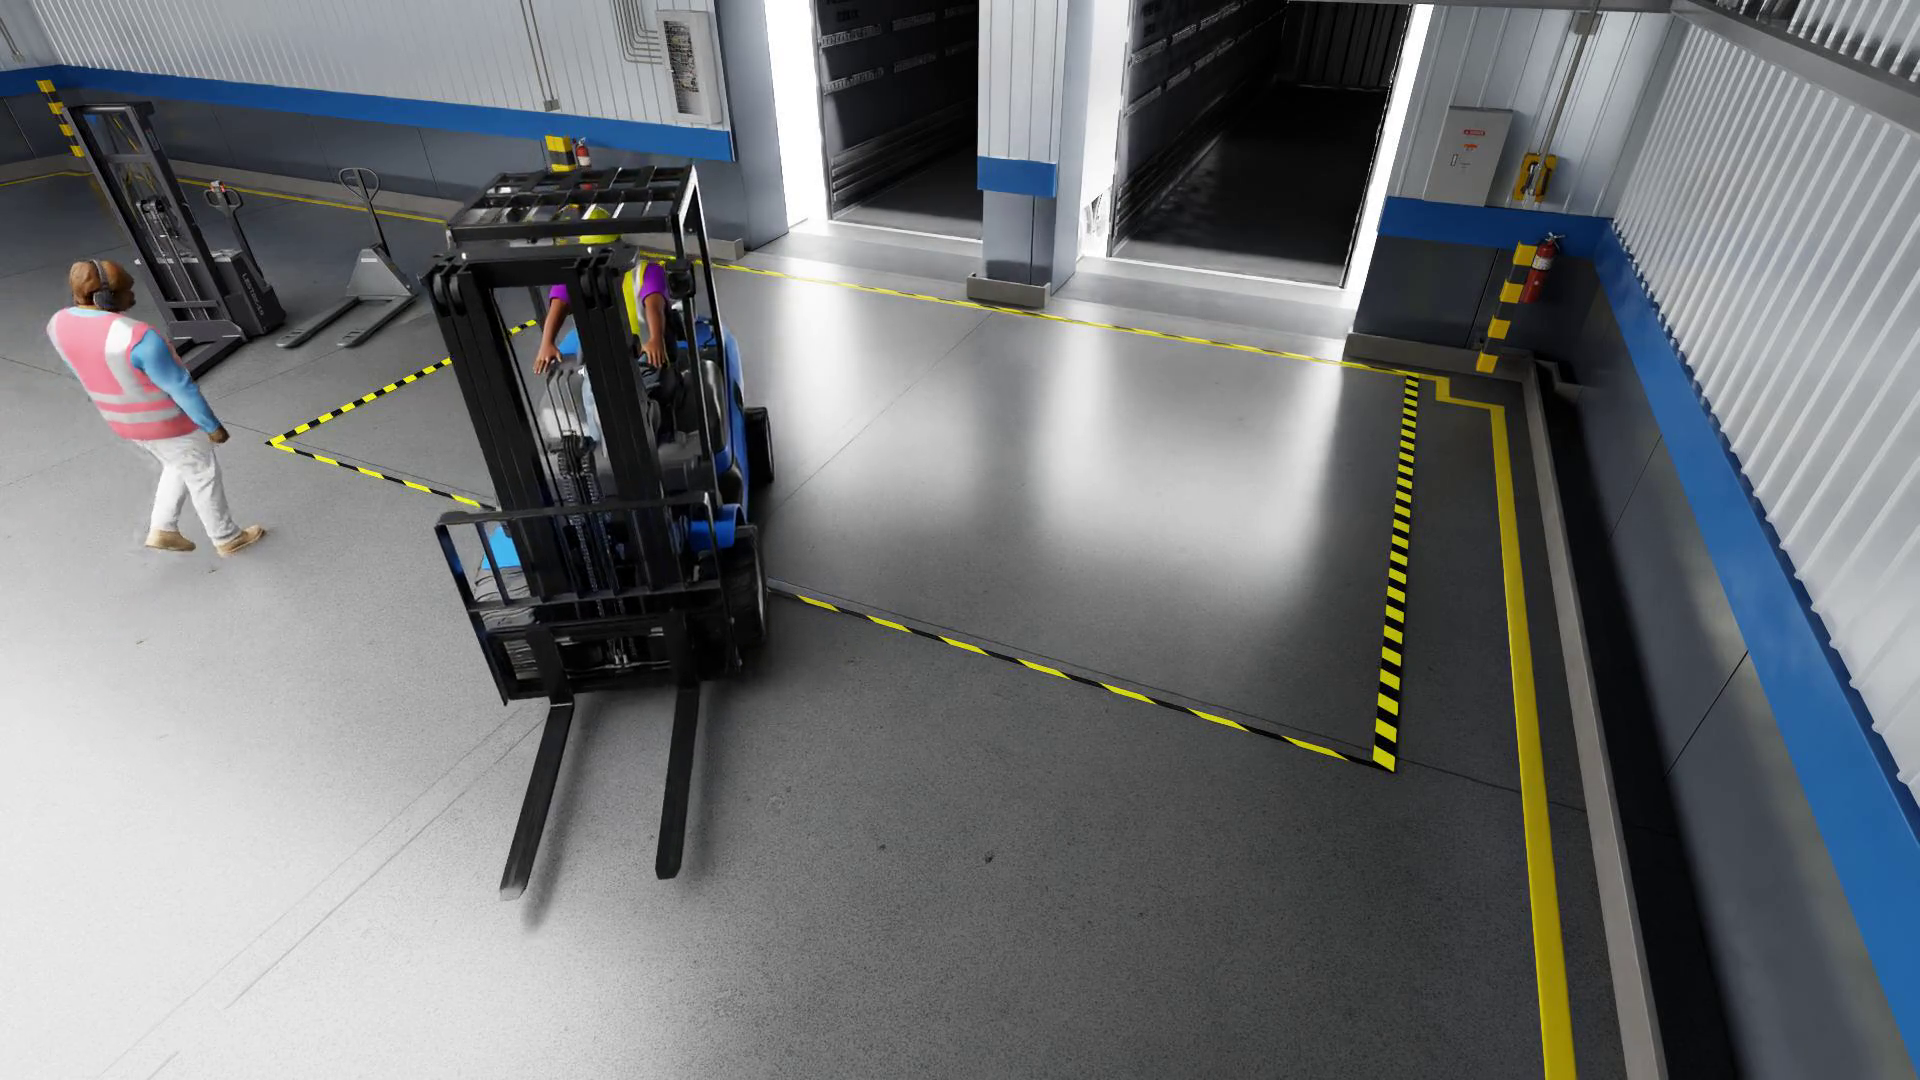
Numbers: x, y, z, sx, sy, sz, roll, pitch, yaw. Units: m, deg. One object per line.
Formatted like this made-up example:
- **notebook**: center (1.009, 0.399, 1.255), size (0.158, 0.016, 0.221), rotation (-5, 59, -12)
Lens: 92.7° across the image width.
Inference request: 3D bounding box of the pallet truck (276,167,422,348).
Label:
- **pallet truck**: center (-5.732, -2.611, 8.414), size (0.680, 1.201, 1.601), rotation (-1, 35, -1)

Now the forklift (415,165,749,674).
- **forklift**: center (-1.819, -0.834, 4.903), size (1.157, 2.036, 2.680), rotation (-5, 35, -7)

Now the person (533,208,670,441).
- **person**: center (-1.817, -0.953, 4.747), size (0.635, 1.293, 1.004), rotation (-5, 35, -7)

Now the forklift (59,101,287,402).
- **forklift**: center (-6.686, -2.387, 7.434), size (0.823, 1.965, 1.885), rotation (-3, 35, -5)

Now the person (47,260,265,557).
- **person**: center (-4.476, -0.634, 5.096), size (0.645, 1.809, 0.532), rotation (9, 36, 12)
